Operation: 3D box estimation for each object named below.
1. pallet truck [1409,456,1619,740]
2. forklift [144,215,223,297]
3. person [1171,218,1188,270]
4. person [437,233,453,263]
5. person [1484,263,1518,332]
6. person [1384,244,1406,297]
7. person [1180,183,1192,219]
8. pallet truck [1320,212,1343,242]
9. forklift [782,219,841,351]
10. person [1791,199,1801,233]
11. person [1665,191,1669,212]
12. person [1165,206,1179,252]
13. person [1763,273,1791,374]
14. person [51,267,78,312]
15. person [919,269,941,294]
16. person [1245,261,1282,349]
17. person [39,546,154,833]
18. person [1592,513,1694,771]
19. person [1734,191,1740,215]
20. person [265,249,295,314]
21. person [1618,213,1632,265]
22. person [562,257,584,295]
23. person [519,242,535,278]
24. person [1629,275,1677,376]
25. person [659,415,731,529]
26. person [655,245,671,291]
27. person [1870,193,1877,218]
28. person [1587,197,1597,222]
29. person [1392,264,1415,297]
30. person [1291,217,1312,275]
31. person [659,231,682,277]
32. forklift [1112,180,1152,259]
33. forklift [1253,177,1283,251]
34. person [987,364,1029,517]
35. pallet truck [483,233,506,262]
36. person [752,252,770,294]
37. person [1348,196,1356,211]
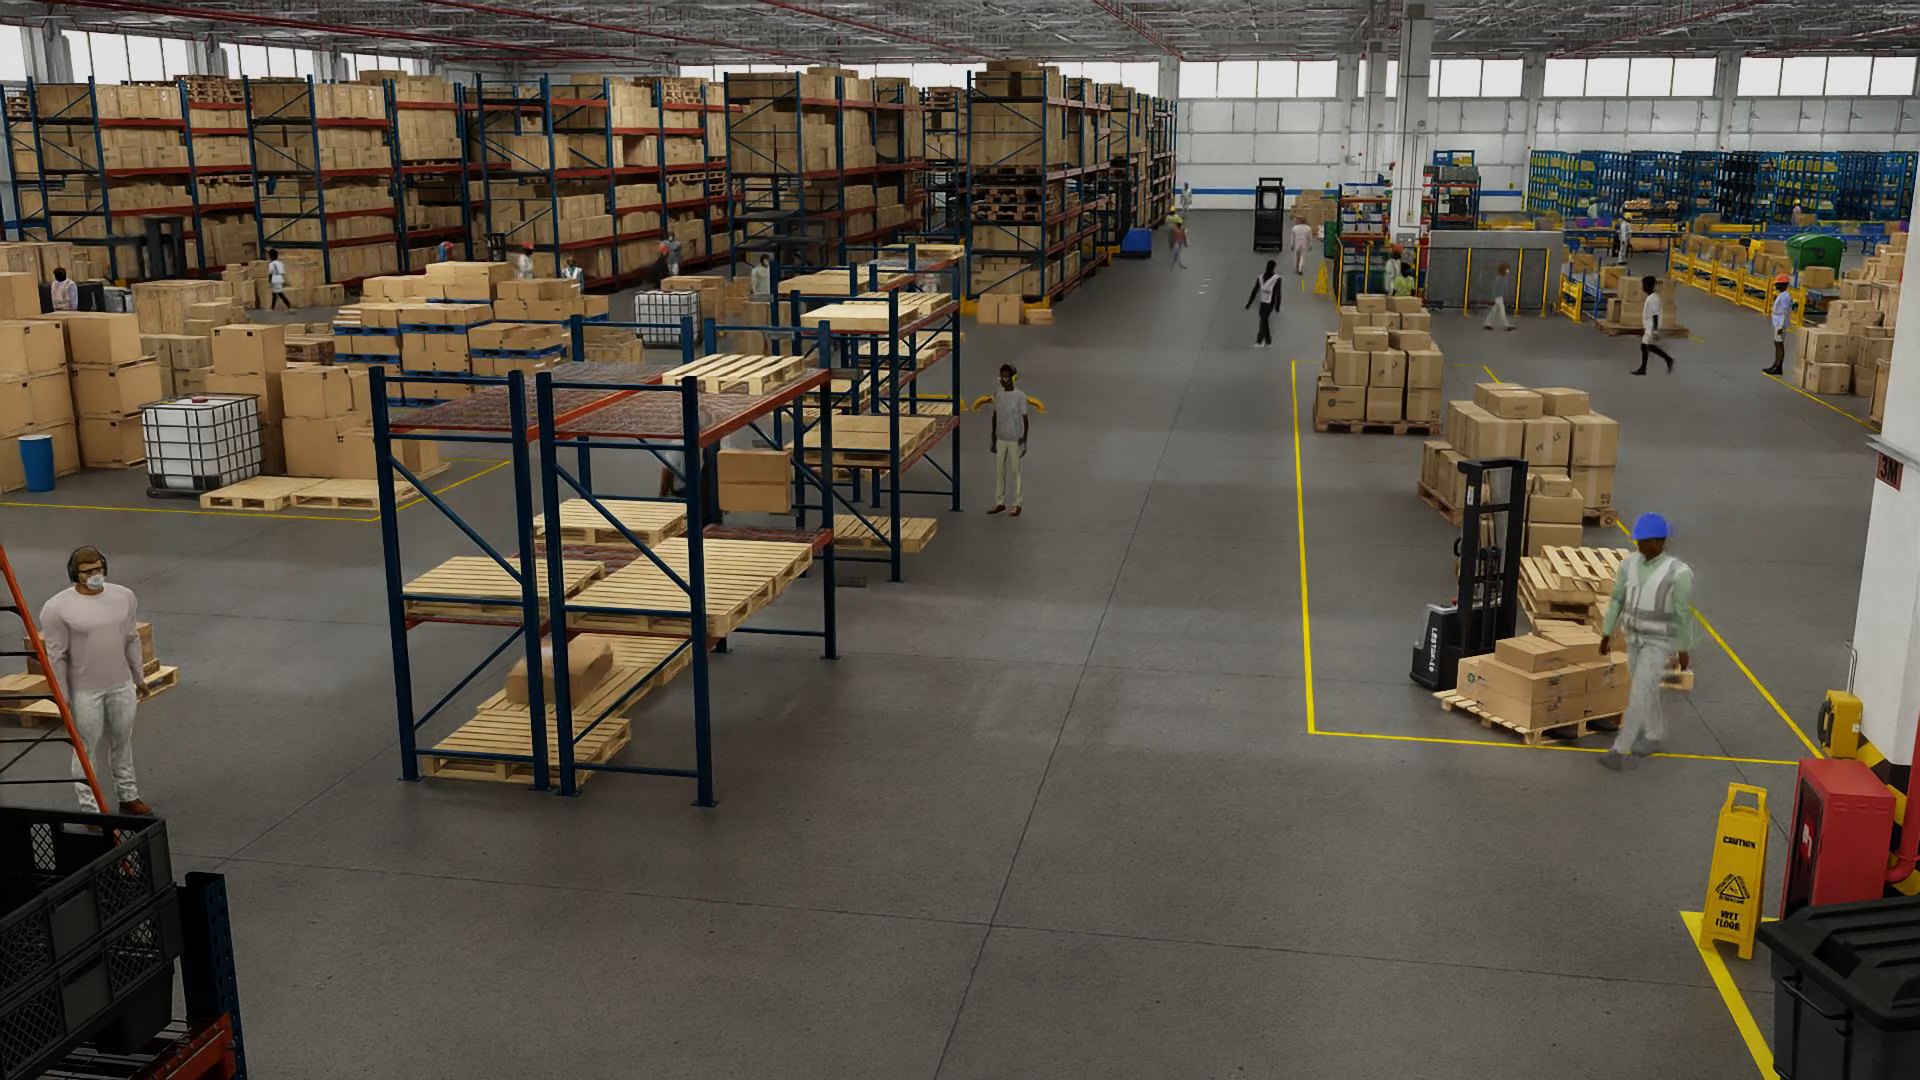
[{"bbox_3d":[4.504,0.400,13.395,0.823,1.965,1.885,-6,15,-23],"label":"pallet truck"},{"bbox_3d":[-16.944,-5.554,35.752,1.873,2.768,1.129,3,14,10],"label":"forklift"},{"bbox_3d":[7.392,-9.979,56.112,0.526,1.719,0.912,-11,17,-37],"label":"person"},{"bbox_3d":[-14.387,-7.661,46.475,0.429,1.837,0.630,2,14,9],"label":"person"},{"bbox_3d":[12.645,-5.641,38.741,0.865,1.582,0.521,11,18,38],"label":"person"},{"bbox_3d":[10.266,-5.929,39.069,0.672,2.007,0.611,9,17,33],"label":"person"},{"bbox_3d":[11.953,-17.939,88.052,0.641,1.893,0.980,4,14,15],"label":"person"},{"bbox_3d":[15.874,-13.227,70.310,0.680,1.201,1.601,10,17,35],"label":"pallet truck"},{"bbox_3d":[-3.172,-5.271,34.603,1.129,2.768,1.873,3,14,10],"label":"forklift"},{"bbox_3d":[35.363,-13.530,70.423,0.305,1.772,0.527,0,14,-1],"label":"person"},{"bbox_3d":[37.873,-18.083,88.955,0.463,1.740,0.581,4,14,15],"label":"person"},{"bbox_3d":[8.179,-11.997,64.215,0.547,1.751,0.448,2,14,7],"label":"person"},{"bbox_3d":[15.762,-4.156,32.015,0.370,1.939,0.543,5,15,19],"label":"person"},{"bbox_3d":[-18.704,-4.777,34.739,0.627,1.844,0.429,5,15,19],"label":"person"},{"bbox_3d":[-0.750,-6.348,41.541,0.547,1.621,0.373,-3,14,-11],"label":"person"},{"bbox_3d":[6.548,-5.076,35.904,0.634,1.887,0.653,-8,16,-30],"label":"person"},{"bbox_3d":[-5.757,0.983,11.150,0.372,1.940,0.627,10,17,34],"label":"person"},{"bbox_3d":[4.974,0.740,12.211,0.945,1.899,0.642,-7,15,-25],"label":"person"},{"bbox_3d":[37.302,-16.001,79.891,0.393,2.041,0.613,2,14,8],"label":"person"},{"bbox_3d":[-17.407,-6.590,42.476,0.851,1.660,0.539,1,14,4],"label":"person"},{"bbox_3d":[23.218,-10.509,58.067,0.403,1.818,0.601,8,16,31],"label":"person"},{"bbox_3d":[-9.340,-6.019,40.214,0.524,1.633,0.314,0,14,-2],"label":"person"},{"bbox_3d":[-10.954,-6.556,41.862,0.956,1.898,0.554,5,15,18],"label":"person"},{"bbox_3d":[13.271,-4.070,31.687,0.745,1.935,0.613,5,15,18],"label":"person"},{"bbox_3d":[-2.711,-0.458,16.792,0.744,2.000,0.698,12,18,41],"label":"person"},{"bbox_3d":[-6.955,-6.044,39.625,0.933,1.952,0.642,-7,15,-25],"label":"person"},{"bbox_3d":[43.068,-15.663,78.638,0.385,1.999,0.617,-4,14,-15],"label":"person"},{"bbox_3d":[27.294,-13.991,72.220,0.804,1.799,0.612,3,14,12],"label":"person"},{"bbox_3d":[10.116,-5.498,38.046,0.552,1.658,0.865,-6,15,-23],"label":"person"},{"bbox_3d":[11.170,-9.617,54.376,0.642,1.849,1.058,5,15,18],"label":"person"},{"bbox_3d":[-8.029,-7.634,46.253,0.640,1.884,1.029,-2,14,-10],"label":"person"},{"bbox_3d":[6.082,-11.722,60.796,1.873,2.768,1.129,2,14,9],"label":"forklift"},{"bbox_3d":[12.083,-12.747,64.956,1.129,2.768,1.873,3,14,10],"label":"forklift"},{"bbox_3d":[0.592,-1.210,20.193,0.519,1.873,0.335,9,16,33],"label":"person"},{"bbox_3d":[-11.832,-7.026,43.548,1.885,1.965,0.823,8,16,28],"label":"pallet truck"},{"bbox_3d":[-4.403,-5.529,37.597,0.634,1.938,0.361,-11,18,-38],"label":"person"},{"bbox_3d":[19.595,-16.551,82.955,0.523,1.638,0.310,2,14,8],"label":"person"}]
